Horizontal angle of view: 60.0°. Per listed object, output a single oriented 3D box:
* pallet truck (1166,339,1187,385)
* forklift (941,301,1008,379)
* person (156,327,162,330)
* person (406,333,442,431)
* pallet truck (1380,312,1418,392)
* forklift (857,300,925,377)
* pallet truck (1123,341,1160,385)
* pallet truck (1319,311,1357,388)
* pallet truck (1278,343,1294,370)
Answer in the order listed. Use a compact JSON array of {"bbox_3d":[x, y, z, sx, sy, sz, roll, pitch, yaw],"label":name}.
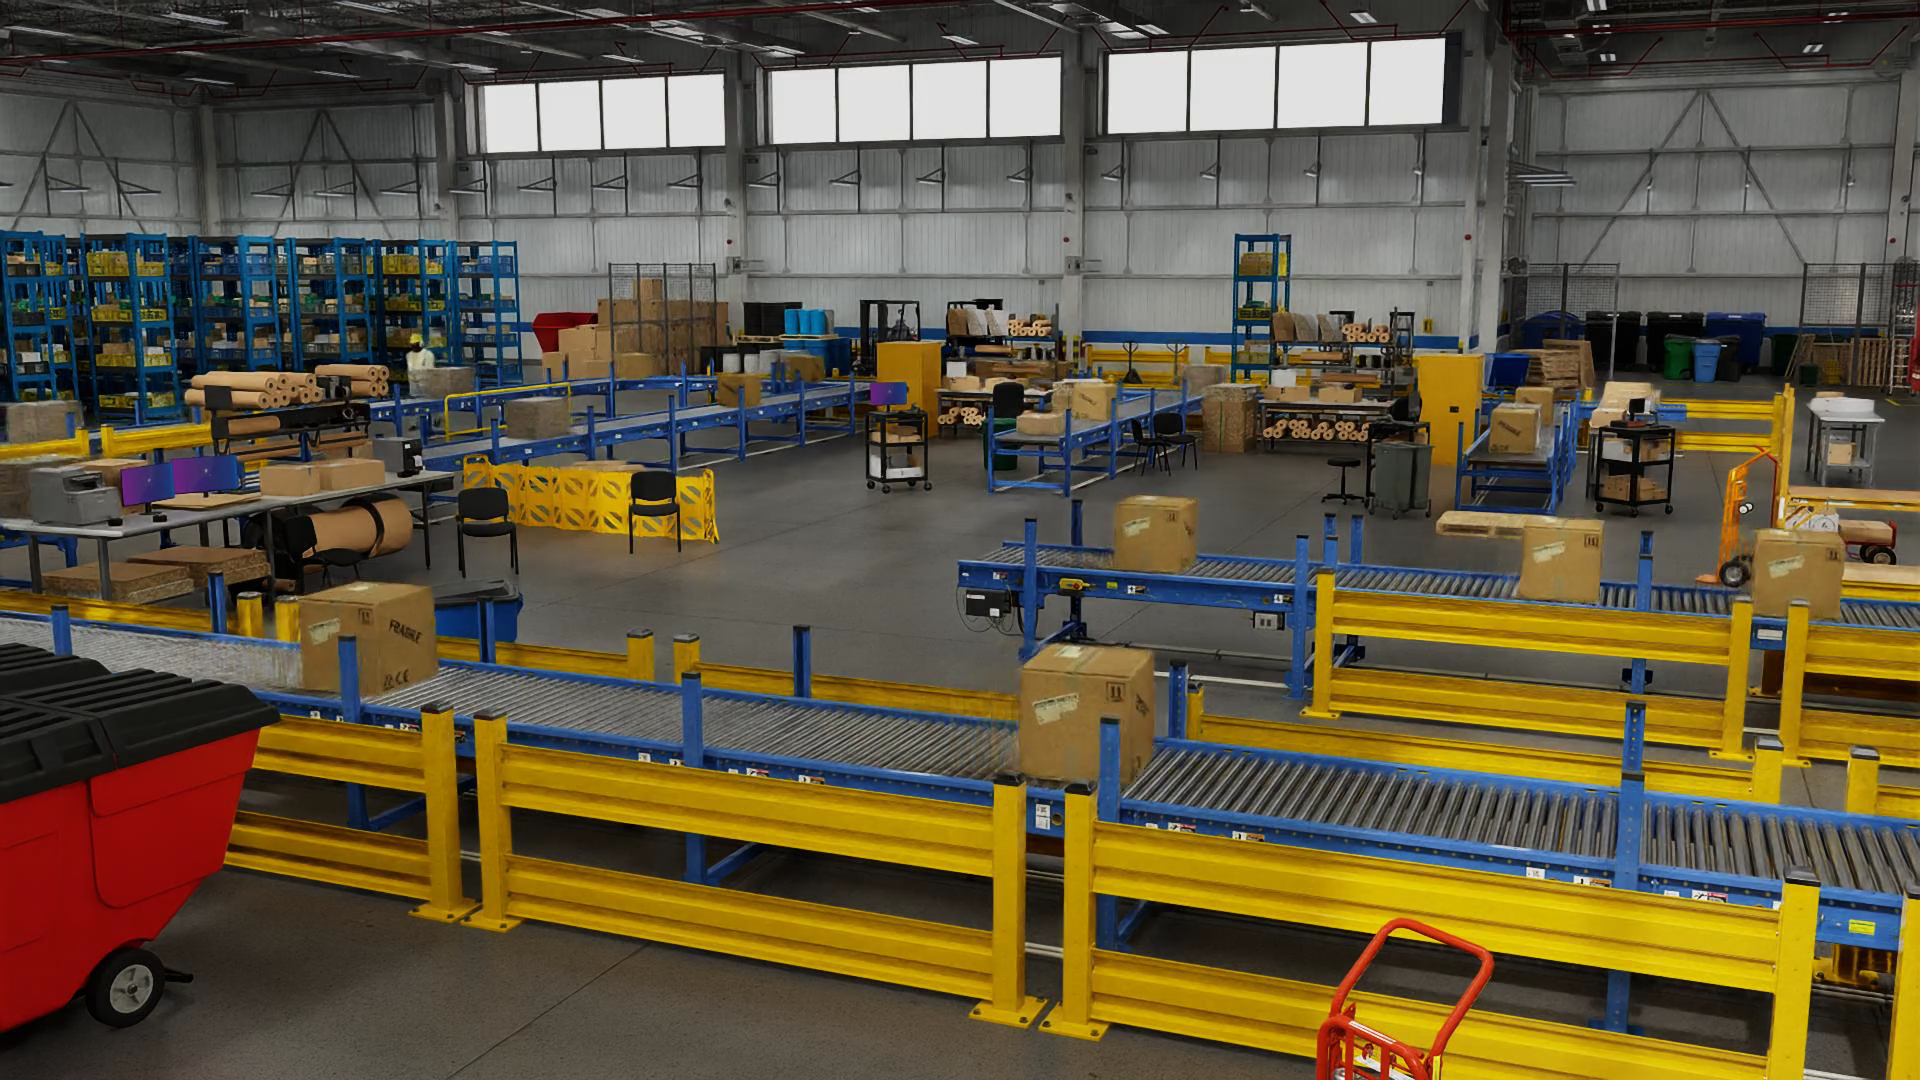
[{"bbox_3d":[5.418,-4.269,40.420,0.704,1.261,1.522,3,10,20],"label":"pallet truck"},{"bbox_3d":[0.365,-4.966,41.571,1.157,1.987,2.680,3,10,20],"label":"forklift"},{"bbox_3d":[-18.037,-4.057,37.502,0.570,1.833,0.387,-8,12,-40],"label":"person"},{"bbox_3d":[-9.954,-2.933,30.763,0.588,1.809,0.815,2,10,10],"label":"person"},{"bbox_3d":[10.207,-4.283,38.369,0.823,1.965,1.885,3,10,20],"label":"pallet truck"},{"bbox_3d":[-1.732,-5.109,42.468,1.157,1.987,2.680,4,10,22],"label":"forklift"},{"bbox_3d":[4.445,-4.380,41.279,0.680,1.201,1.601,4,10,22],"label":"pallet truck"},{"bbox_3d":[9.071,-4.419,39.190,0.823,1.965,1.885,5,10,26],"label":"pallet truck"},{"bbox_3d":[7.886,-4.163,39.743,0.653,1.274,1.630,4,10,22],"label":"pallet truck"}]
